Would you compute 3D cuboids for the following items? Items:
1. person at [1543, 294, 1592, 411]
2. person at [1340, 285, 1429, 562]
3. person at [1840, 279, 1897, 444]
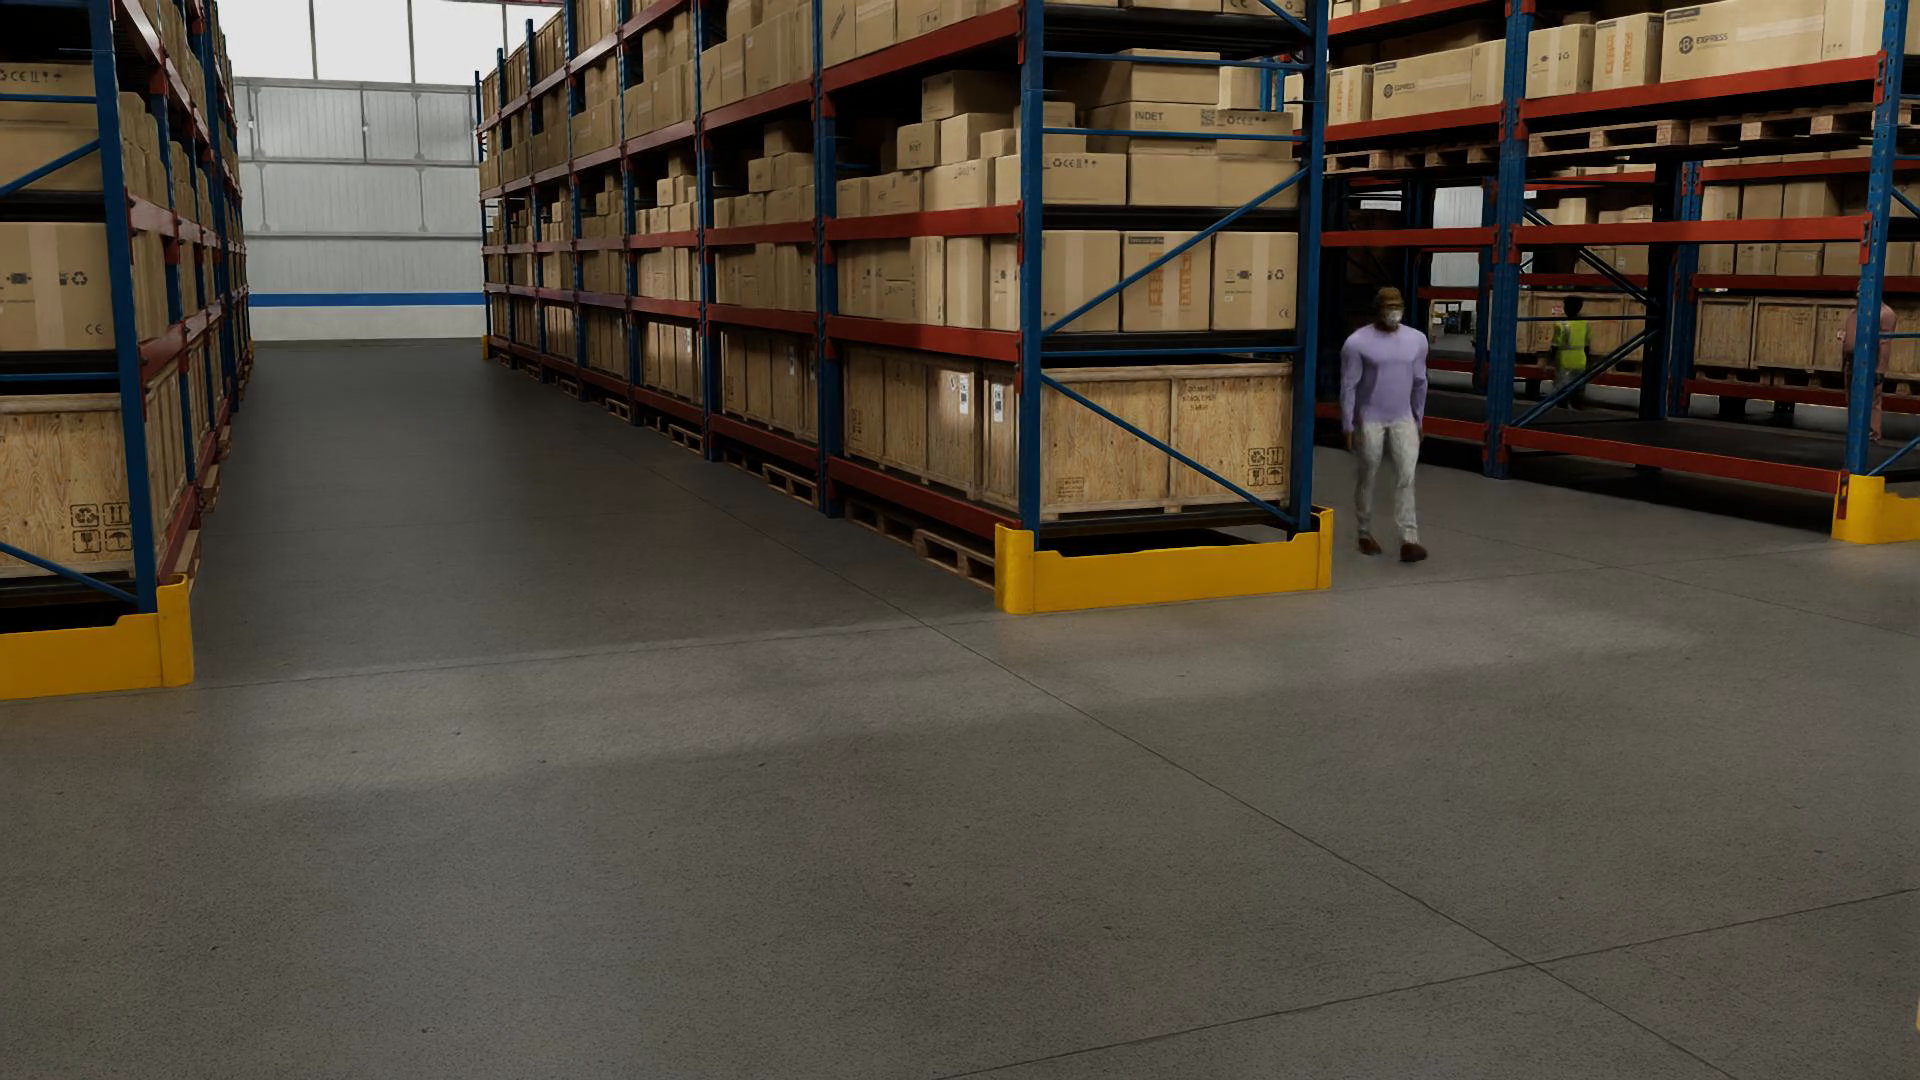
[{"bbox_3d":[7.295,-2.086,19.904,0.550,1.695,0.316,-4,10,-22],"label":"person"},{"bbox_3d":[2.966,-0.787,11.483,0.659,1.902,0.942,-1,10,-6],"label":"person"},{"bbox_3d":[9.752,-1.862,17.975,0.398,1.900,0.635,-2,10,-13],"label":"person"}]
